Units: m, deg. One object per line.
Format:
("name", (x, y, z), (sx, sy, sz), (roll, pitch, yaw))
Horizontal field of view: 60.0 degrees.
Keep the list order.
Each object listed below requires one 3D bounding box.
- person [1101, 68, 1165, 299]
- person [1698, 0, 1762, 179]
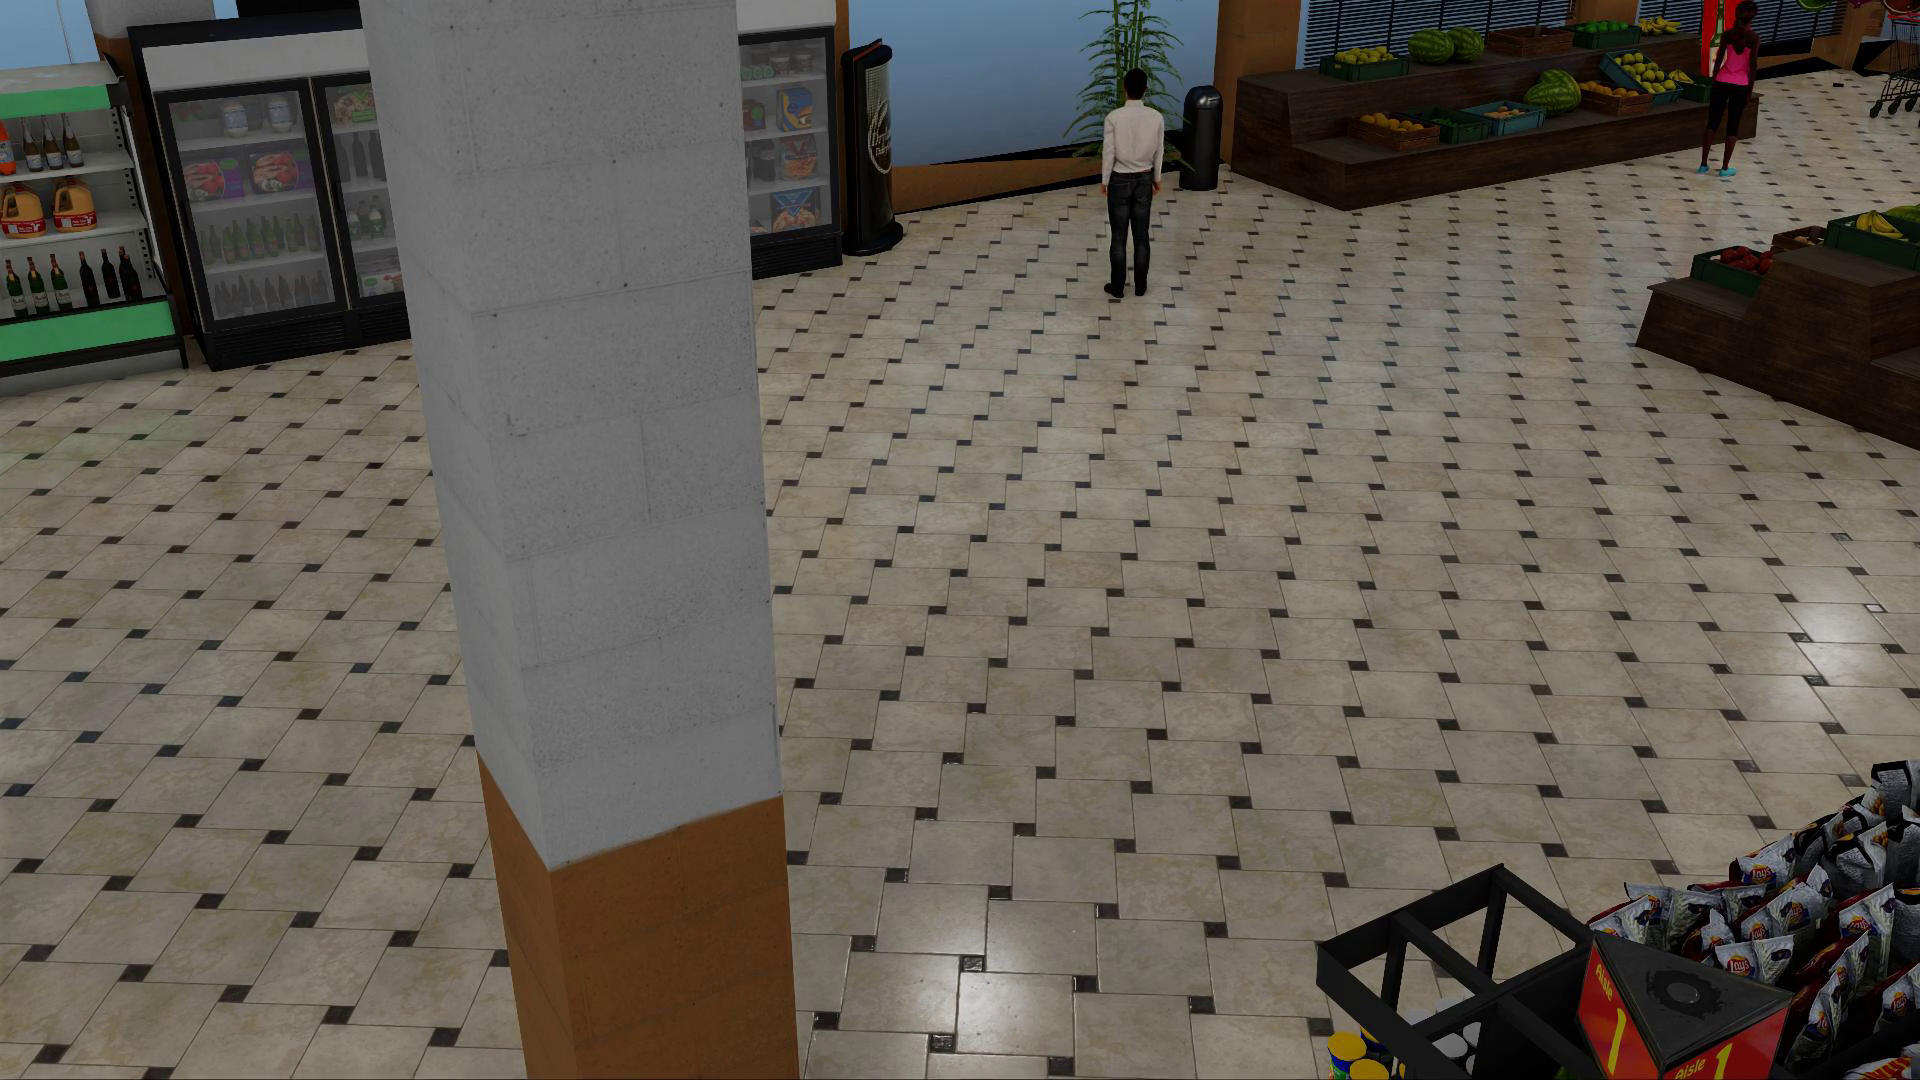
("person", (1.366, -2.835, 13.256), (0.638, 1.812, 0.792), (-4, 27, -8))
("person", (7.735, -4.532, 16.699), (0.631, 1.723, 0.638), (22, 34, 37))
